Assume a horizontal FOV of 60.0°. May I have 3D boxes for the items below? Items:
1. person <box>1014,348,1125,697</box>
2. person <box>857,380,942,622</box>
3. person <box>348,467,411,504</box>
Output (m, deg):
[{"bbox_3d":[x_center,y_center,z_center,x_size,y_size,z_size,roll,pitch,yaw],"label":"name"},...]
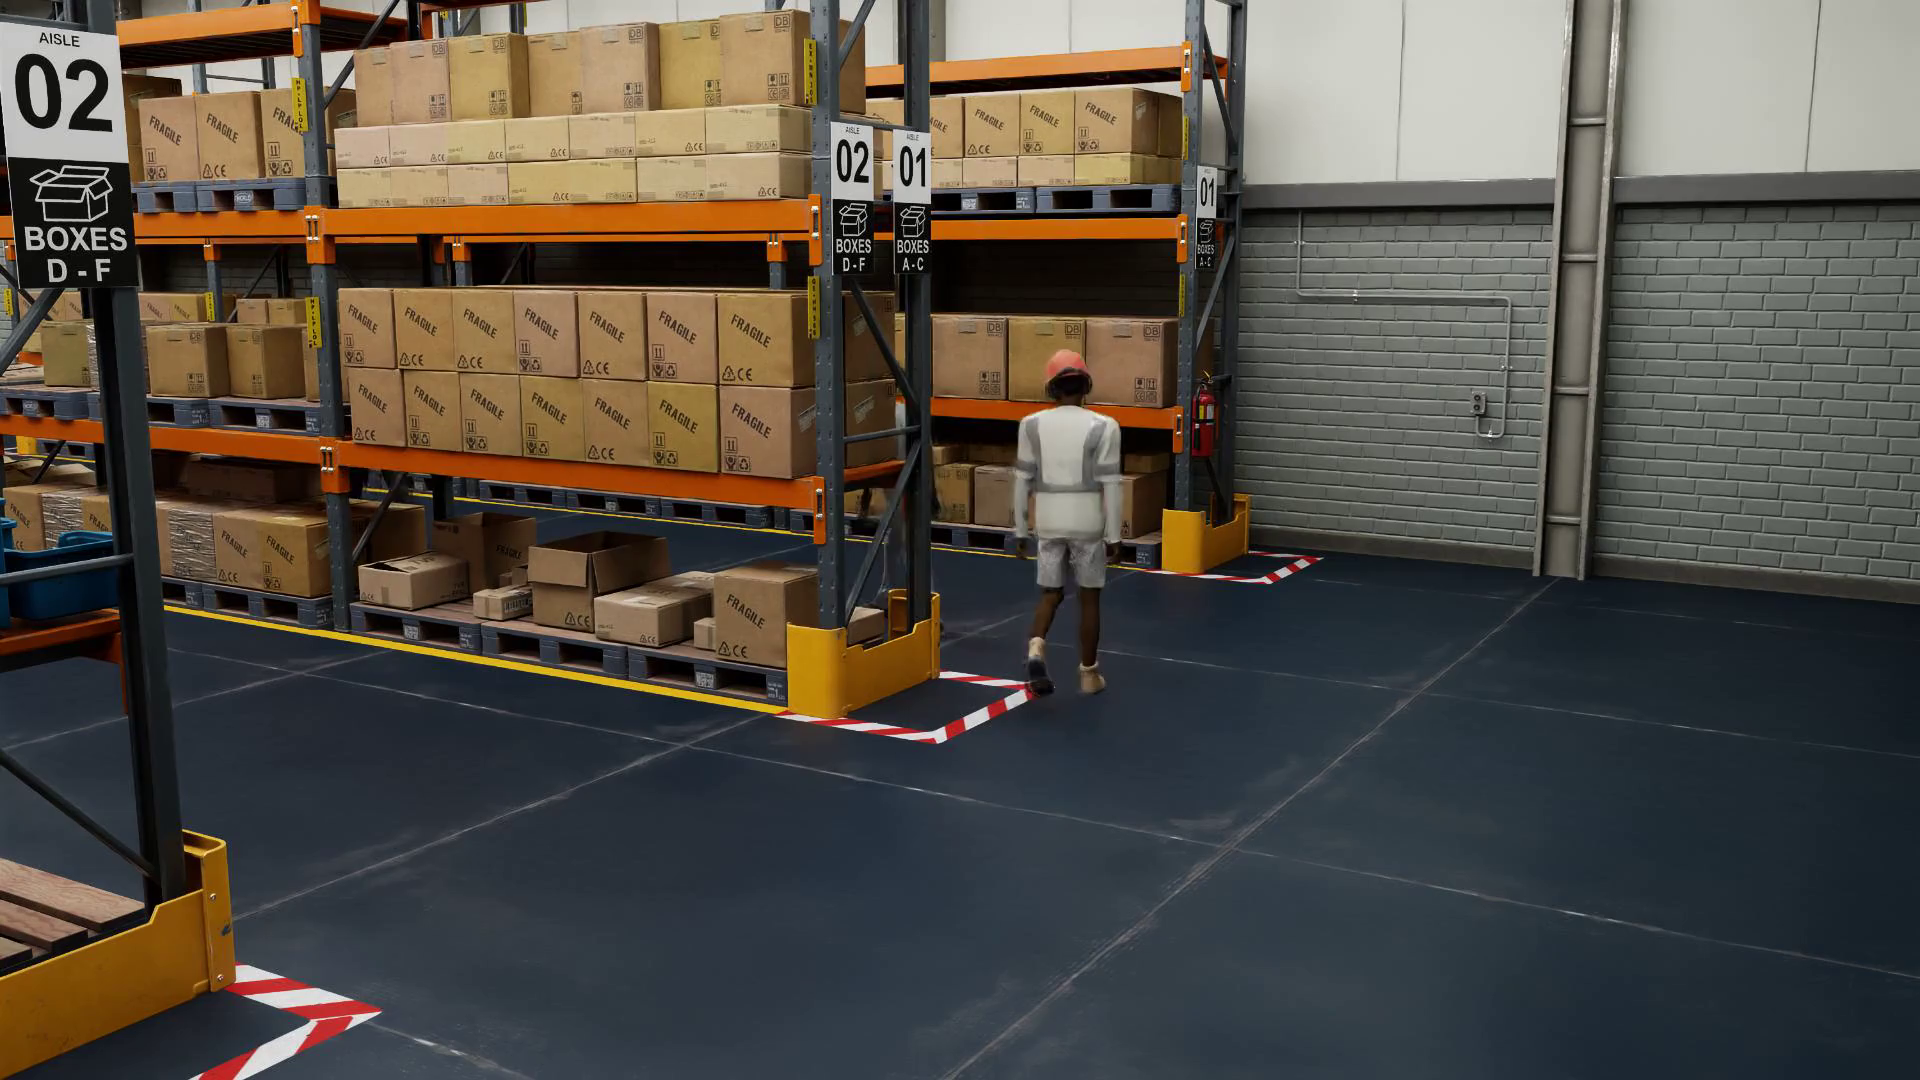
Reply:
[{"bbox_3d":[0.603,-0.066,9.414,0.641,2.015,0.664,4,10,22],"label":"person"},{"bbox_3d":[-0.492,-0.279,11.203,0.918,1.819,0.536,7,12,37],"label":"person"},{"bbox_3d":[-5.234,-0.915,14.808,1.010,1.872,0.594,7,12,36],"label":"person"}]
